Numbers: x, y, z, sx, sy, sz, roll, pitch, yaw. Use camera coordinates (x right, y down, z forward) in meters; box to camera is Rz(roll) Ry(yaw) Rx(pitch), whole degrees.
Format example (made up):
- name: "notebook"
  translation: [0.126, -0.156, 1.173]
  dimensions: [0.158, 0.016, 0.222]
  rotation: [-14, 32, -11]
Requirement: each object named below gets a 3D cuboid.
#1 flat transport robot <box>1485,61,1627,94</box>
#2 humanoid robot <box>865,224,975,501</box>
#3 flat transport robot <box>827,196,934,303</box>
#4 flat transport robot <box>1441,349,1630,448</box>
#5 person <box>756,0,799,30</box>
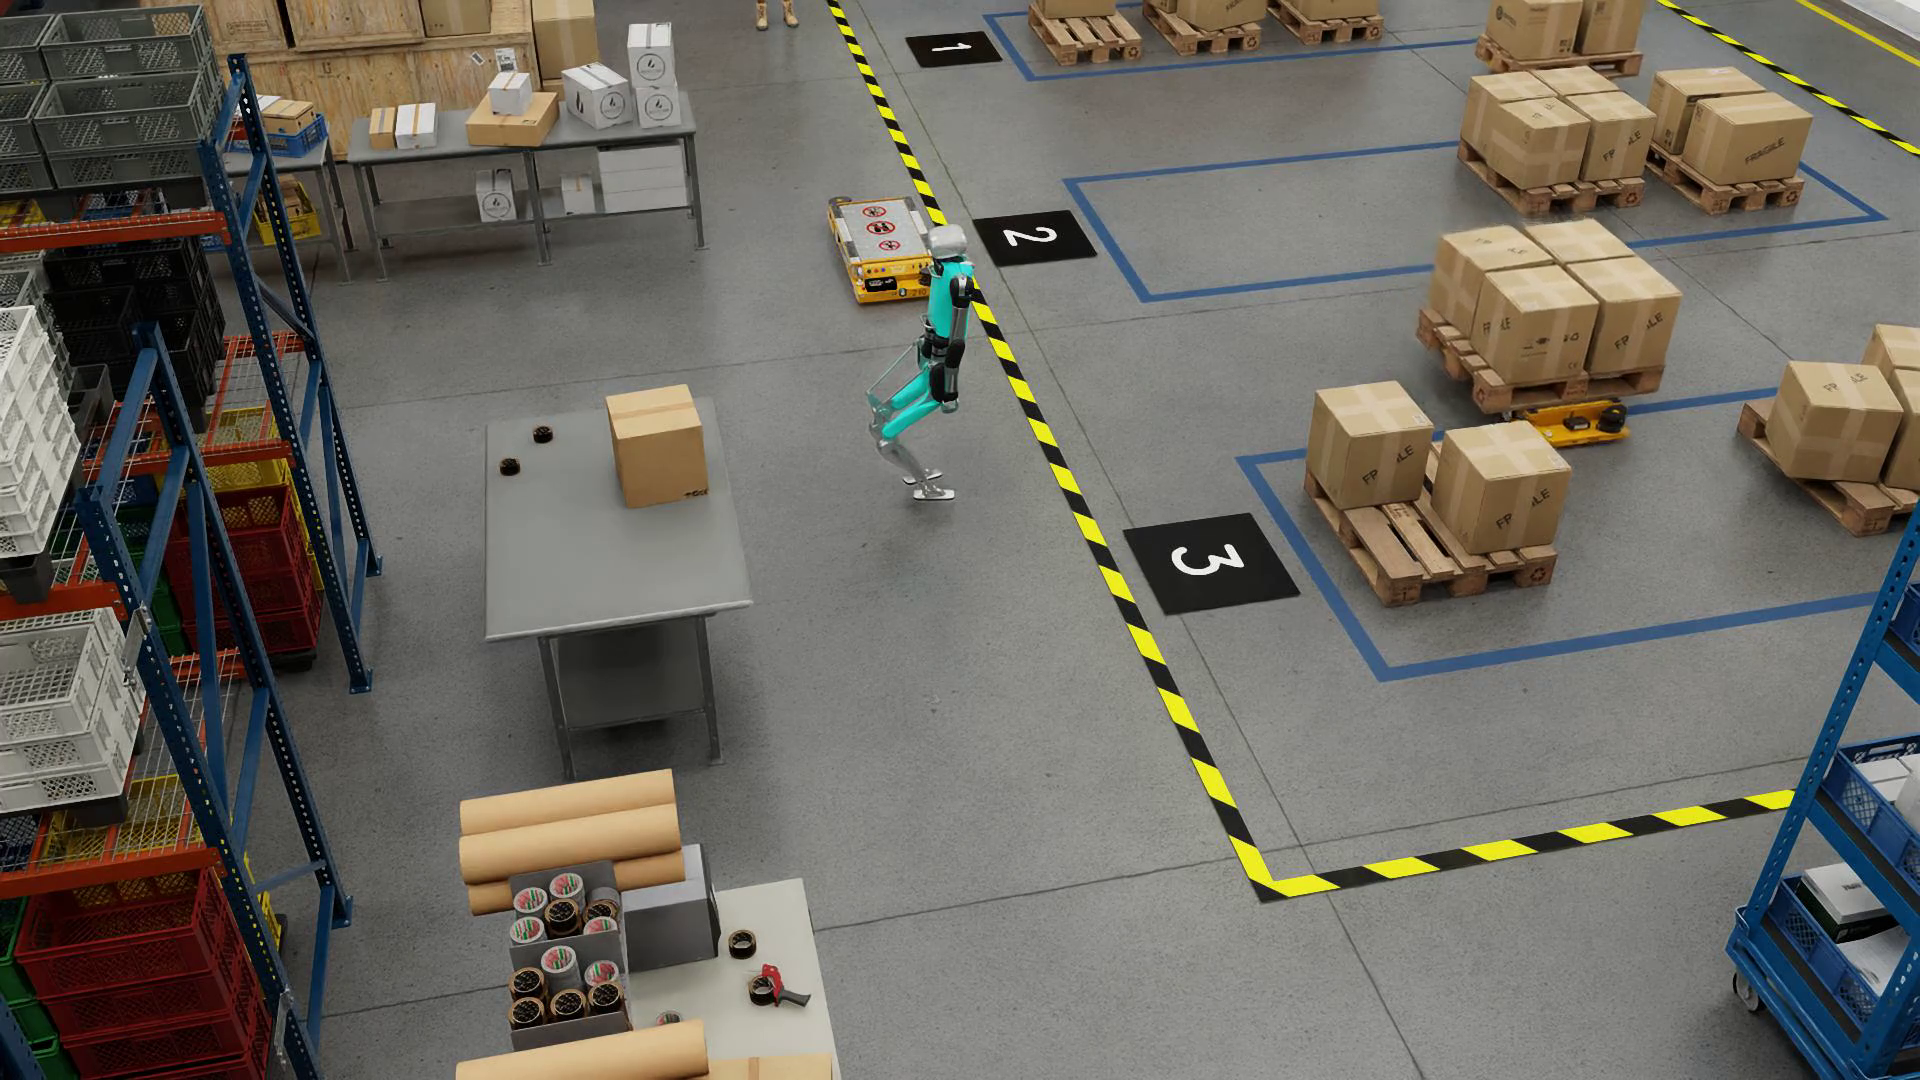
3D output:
- name: "flat transport robot"
  translation: [5.443, -4.220, 15.203]
  dimensions: [0.652, 0.197, 1.431]
  rotation: [-8, 37, -10]
- name: "humanoid robot"
  translation: [-0.281, -0.980, 9.528]
  dimensions: [0.735, 1.677, 0.533]
  rotation: [-8, 37, -11]
- name: "flat transport robot"
  translation: [-0.570, -2.220, 12.538]
  dimensions: [0.659, 0.231, 1.431]
  rotation: [-8, 37, -10]
- name: "flat transport robot"
  translation: [3.762, -1.085, 10.989]
  dimensions: [0.652, 0.197, 1.431]
  rotation: [-8, 37, -10]
- name: "person"
  translation: [-1.822, -5.981, 16.108]
  dimensions: [0.613, 2.041, 0.386]
  rotation: [-9, 38, -12]
